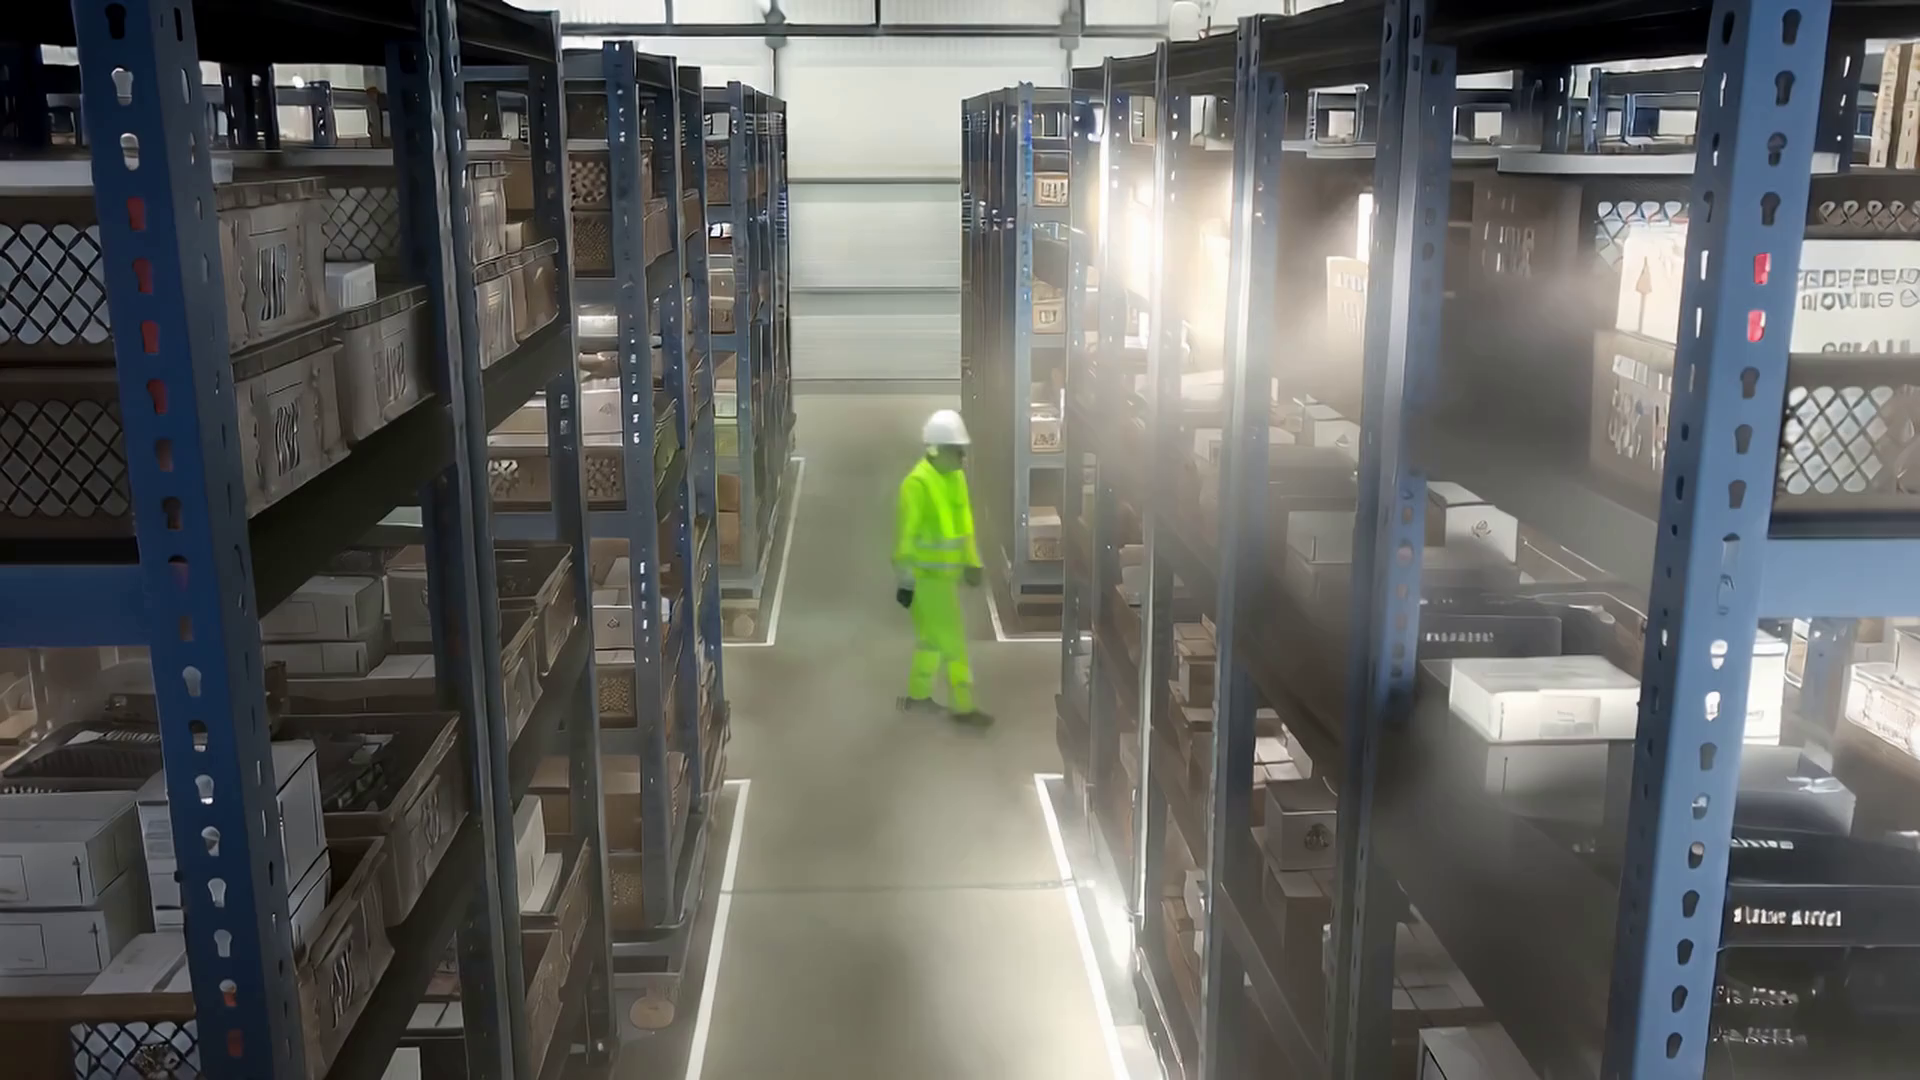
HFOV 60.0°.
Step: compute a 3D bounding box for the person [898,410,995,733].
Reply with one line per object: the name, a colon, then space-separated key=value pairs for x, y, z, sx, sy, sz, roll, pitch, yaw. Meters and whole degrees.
person: x=-0.020 y=0.167 z=9.353 sx=0.766 sy=1.803 sz=0.598 roll=5 pitch=15 yaw=20
